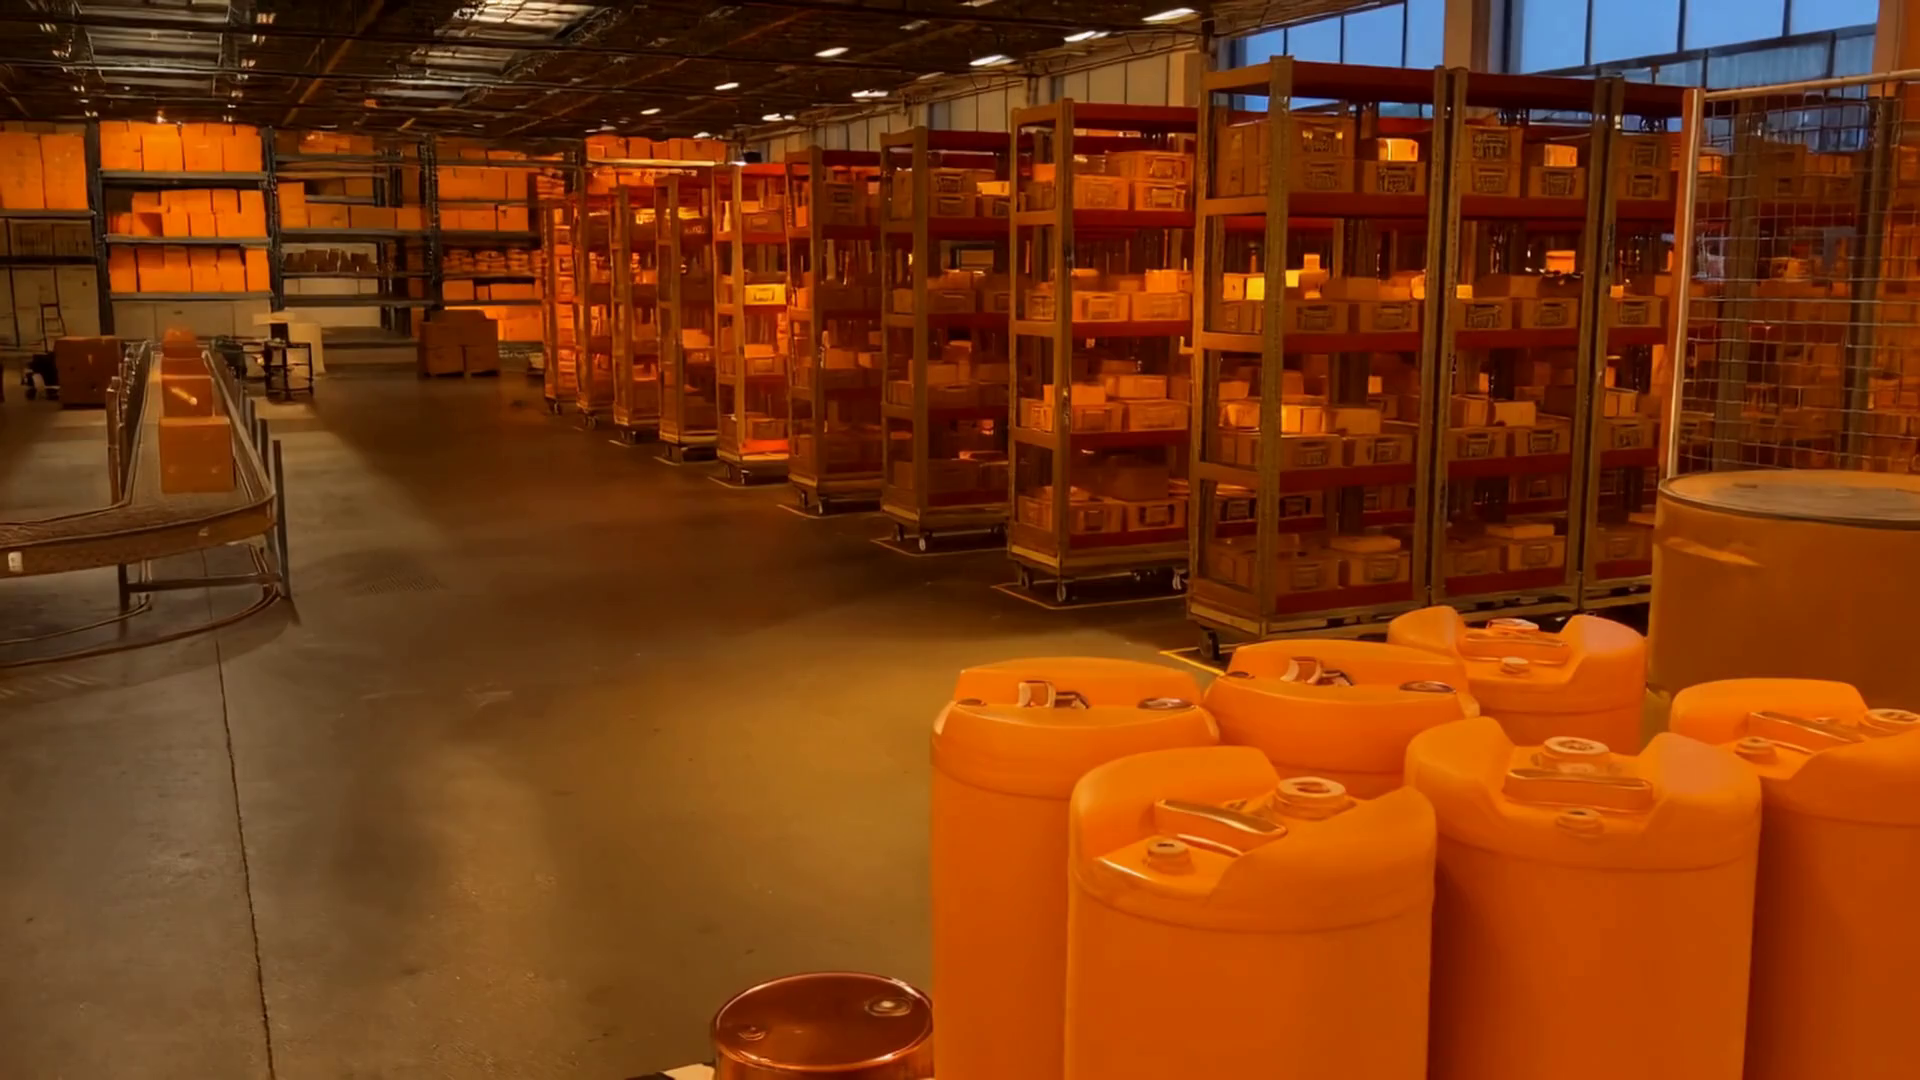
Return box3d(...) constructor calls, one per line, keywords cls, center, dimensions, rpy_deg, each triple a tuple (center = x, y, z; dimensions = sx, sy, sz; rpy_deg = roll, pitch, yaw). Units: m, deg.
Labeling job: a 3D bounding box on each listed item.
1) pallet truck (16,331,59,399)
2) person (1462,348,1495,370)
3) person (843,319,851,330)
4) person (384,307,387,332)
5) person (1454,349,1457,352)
box3d(cls="pallet truck", center=(-17.082, -3.353, 31.781), dimensions=(1.630, 1.274, 0.653), rpy_deg=(-4, 10, -25))
box3d(cls="person", center=(6.125, -1.636, 19.512), dimensions=(0.577, 1.827, 0.776), rpy_deg=(-4, 10, -25))
box3d(cls="person", center=(-2.221, -3.534, 30.757), dimensions=(0.395, 1.990, 0.619), rpy_deg=(9, 13, 44))
box3d(cls="person", center=(-20.954, -8.230, 60.663), dimensions=(0.296, 1.745, 0.484), rpy_deg=(-6, 11, -32))
box3d(cls="person", center=(6.364, -1.996, 21.713), dimensions=(0.404, 1.832, 0.592), rpy_deg=(-5, 11, -31))
